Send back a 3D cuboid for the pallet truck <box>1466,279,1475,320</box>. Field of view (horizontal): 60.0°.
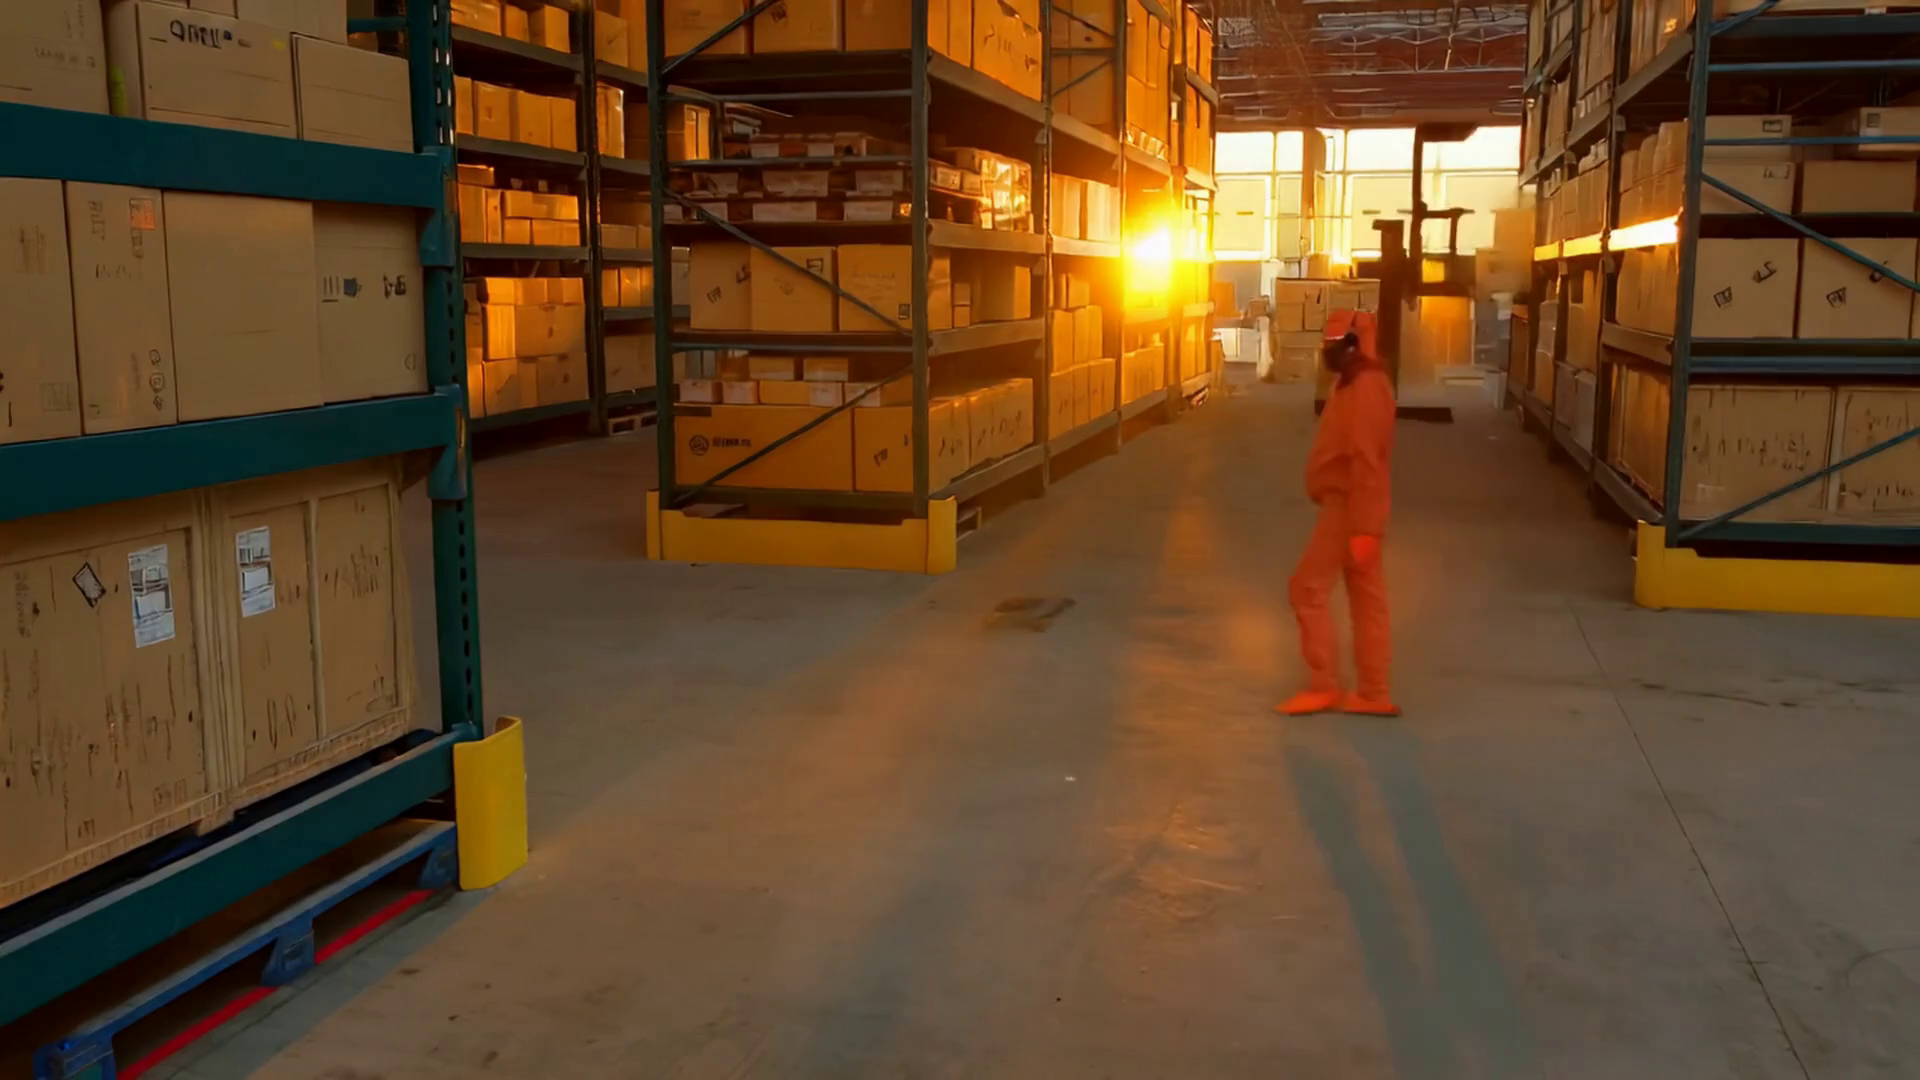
[{"bbox_3d":[18.896,-8.459,60.307,1.885,1.965,0.823,5,10,31],"label":"pallet truck"}]

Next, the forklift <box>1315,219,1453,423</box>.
[{"bbox_3d":[6.014,-3.090,23.406,1.873,2.768,1.129,2,9,15],"label":"forklift"}]

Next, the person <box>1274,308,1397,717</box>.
[{"bbox_3d":[1.709,-0.115,7.641,0.663,1.881,0.664,3,10,20],"label":"person"}]

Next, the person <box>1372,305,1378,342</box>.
[{"bbox_3d":[6.567,-2.858,25.944,0.530,1.599,0.819,-4,10,-23],"label":"person"}]

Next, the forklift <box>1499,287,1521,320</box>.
[{"bbox_3d":[15.855,-6.836,47.204,1.129,2.768,1.873,2,9,15],"label":"forklift"}]
